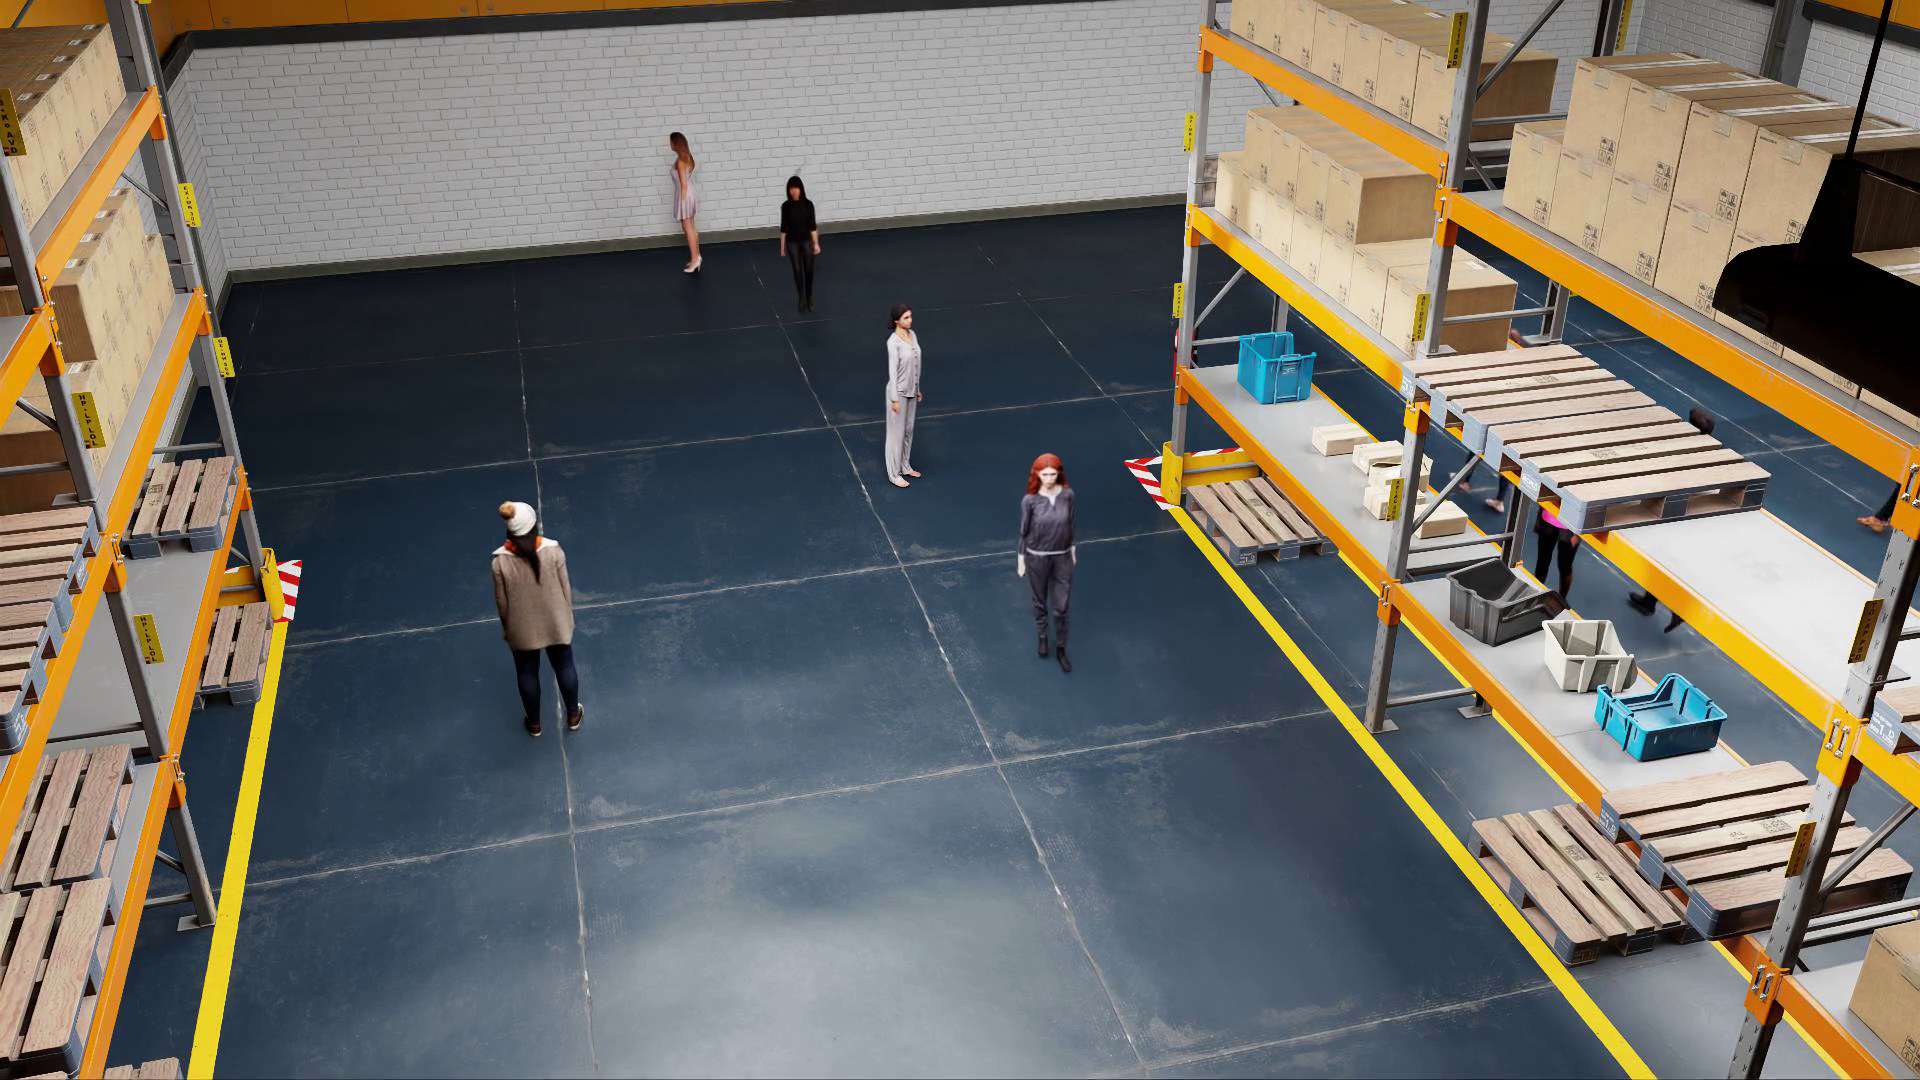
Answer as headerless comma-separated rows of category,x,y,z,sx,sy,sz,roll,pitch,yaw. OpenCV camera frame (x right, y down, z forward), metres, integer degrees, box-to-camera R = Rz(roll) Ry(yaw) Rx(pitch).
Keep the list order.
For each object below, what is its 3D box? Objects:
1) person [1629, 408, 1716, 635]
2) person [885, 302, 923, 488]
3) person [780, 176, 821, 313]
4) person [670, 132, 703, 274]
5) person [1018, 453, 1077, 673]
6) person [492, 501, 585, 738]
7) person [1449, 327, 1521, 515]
person,5.724,-0.125,13.212,0.745,1.845,1.025,-10,30,-18
person,-0.550,-1.381,15.589,0.720,1.773,0.661,16,32,26
person,-1.884,-3.531,19.687,0.682,1.624,0.673,0,29,-1
person,-3.428,-4.225,20.813,0.698,1.764,0.606,1,29,3
person,0.667,0.102,12.887,0.696,1.758,0.832,-3,29,-6
person,-3.040,0.551,11.922,0.670,1.893,0.645,-8,30,-14
person,4.930,-1.047,15.046,0.545,1.707,0.935,-6,29,-12
